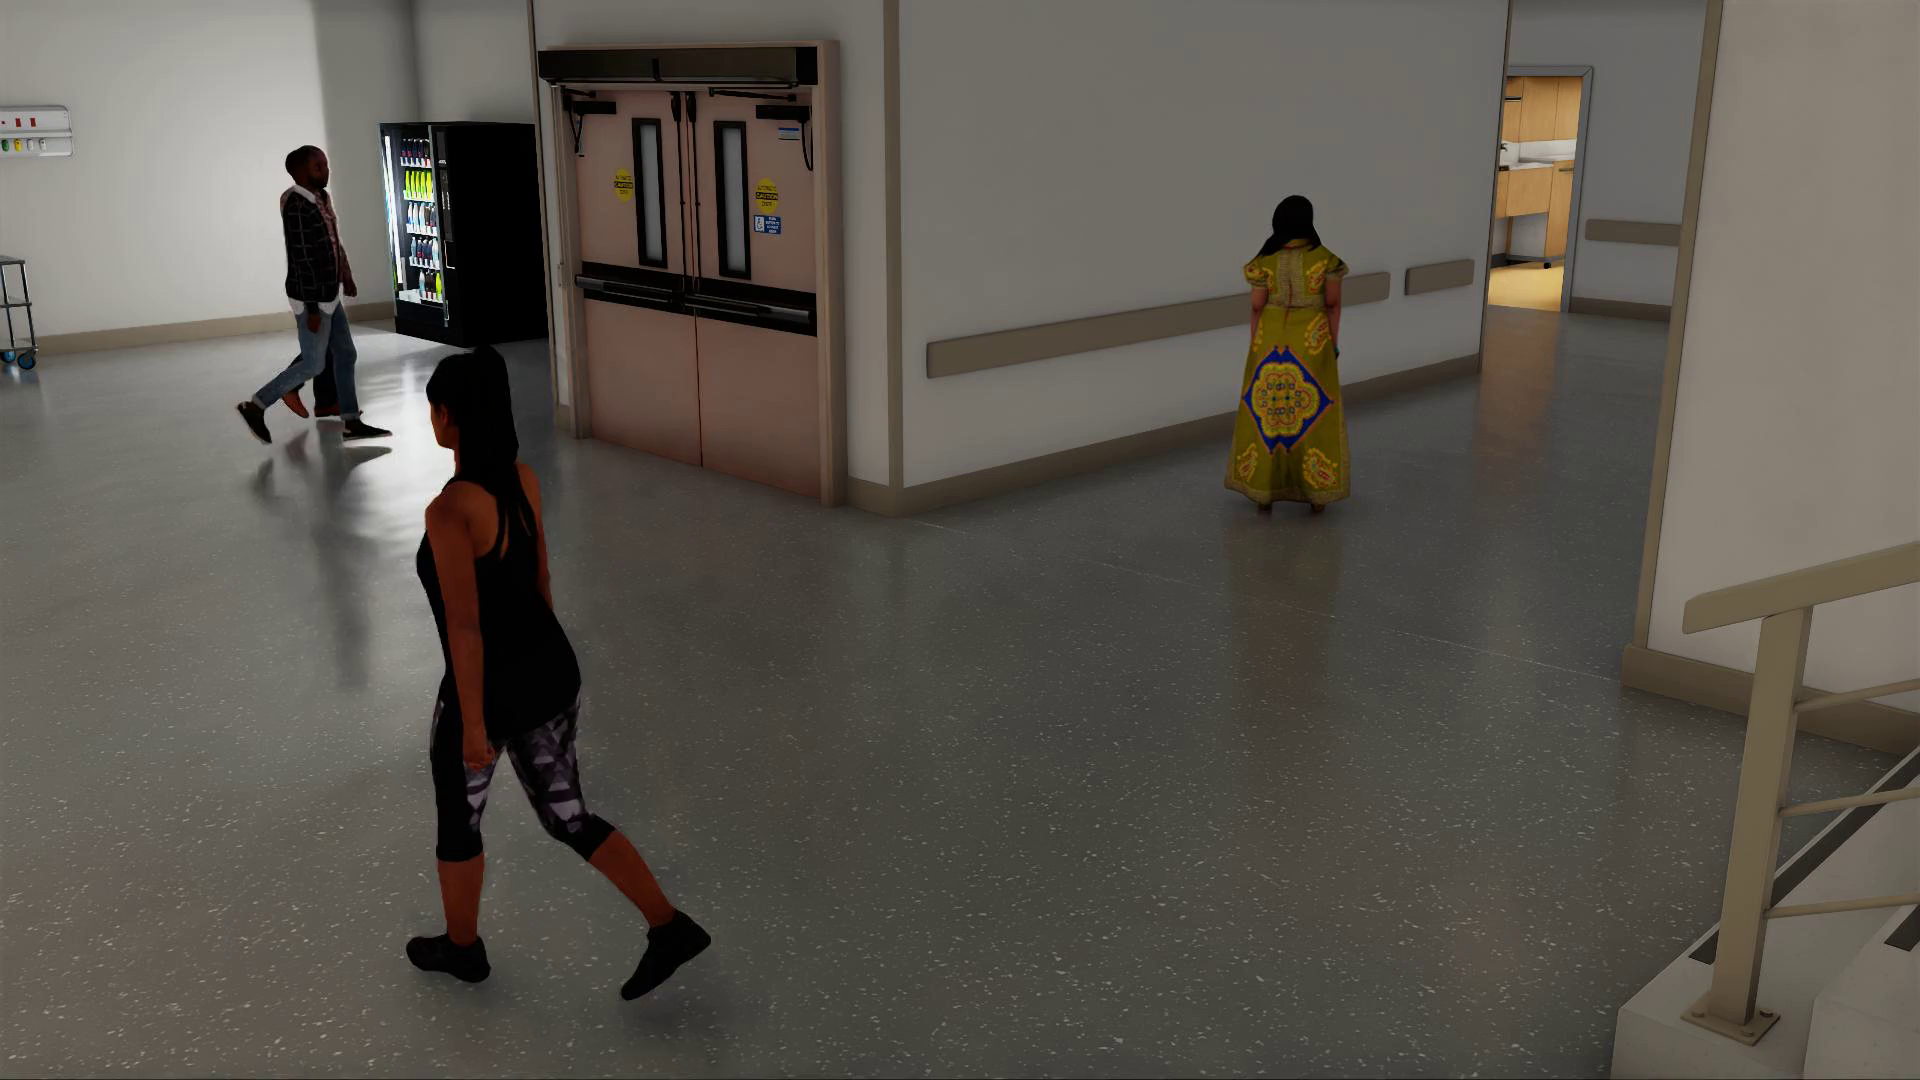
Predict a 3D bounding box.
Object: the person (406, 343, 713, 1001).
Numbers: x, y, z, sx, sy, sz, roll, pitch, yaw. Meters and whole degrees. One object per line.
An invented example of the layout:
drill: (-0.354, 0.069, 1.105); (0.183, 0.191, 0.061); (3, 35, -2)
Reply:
person: (-1.008, 0.375, 3.993); (1.173, 1.633, 0.933); (5, 16, 17)

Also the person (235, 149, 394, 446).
person: (-4.044, -1.447, 10.162); (1.112, 1.793, 1.183); (-4, 16, -14)

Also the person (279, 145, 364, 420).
person: (-4.349, -1.685, 11.009); (0.936, 1.791, 0.876); (1, 16, 3)

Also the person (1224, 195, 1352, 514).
person: (1.738, -0.973, 8.732); (0.944, 1.656, 1.052); (4, 16, 14)
